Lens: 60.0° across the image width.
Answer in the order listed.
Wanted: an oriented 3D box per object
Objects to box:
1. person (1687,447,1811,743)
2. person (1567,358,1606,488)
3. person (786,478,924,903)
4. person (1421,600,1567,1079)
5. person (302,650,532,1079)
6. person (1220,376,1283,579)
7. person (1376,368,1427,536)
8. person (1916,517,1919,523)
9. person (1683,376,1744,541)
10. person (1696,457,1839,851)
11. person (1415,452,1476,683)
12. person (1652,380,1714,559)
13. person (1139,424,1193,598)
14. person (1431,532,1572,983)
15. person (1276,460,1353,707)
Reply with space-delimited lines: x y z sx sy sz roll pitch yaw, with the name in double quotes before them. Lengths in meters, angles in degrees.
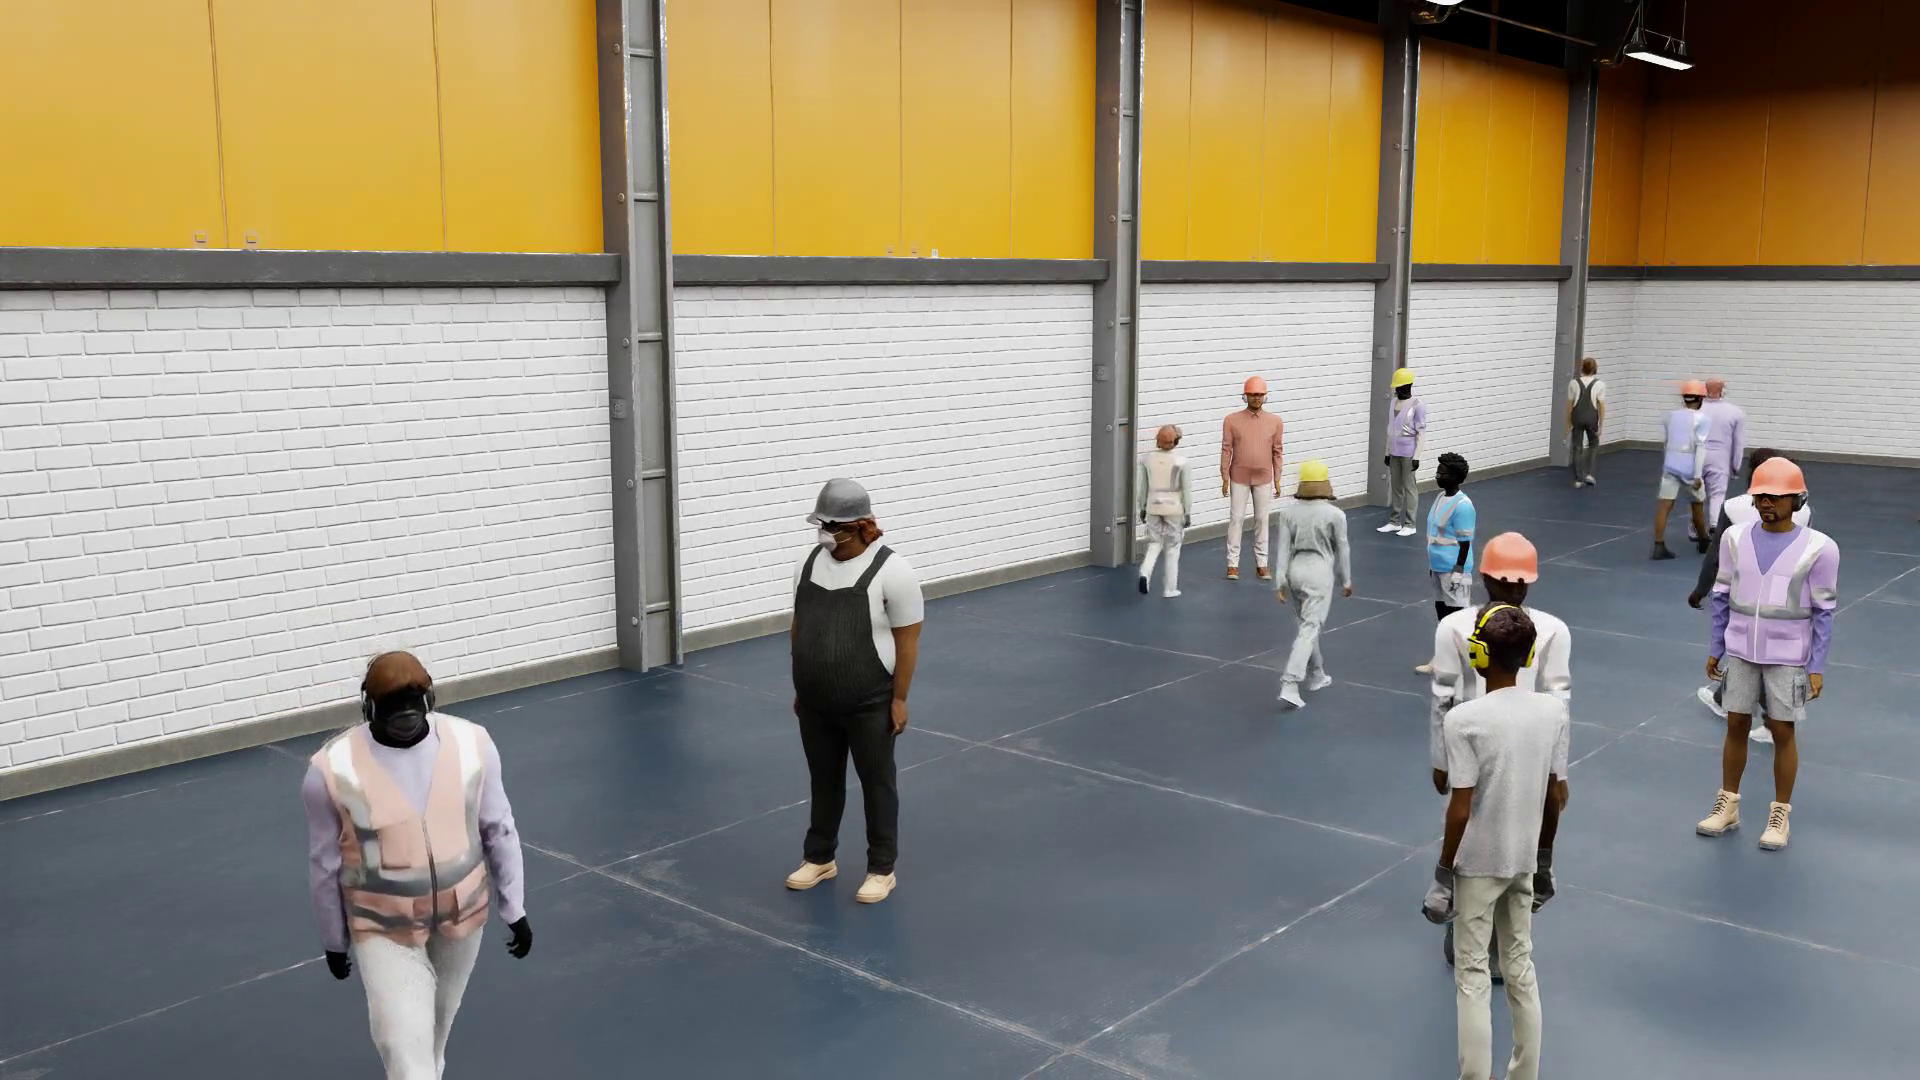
"person" 5.163 0.334 10.829 0.608 1.865 1.029 -2 9 -11
"person" 8.775 -1.641 23.340 0.510 1.828 0.501 5 10 26
"person" -0.546 0.707 7.920 0.682 2.000 0.536 5 10 29
"person" 1.838 1.136 5.760 0.537 1.869 0.312 -4 10 -24
"person" -1.765 1.229 5.429 0.633 1.801 0.957 -6 11 -34
"person" 2.855 -0.605 16.292 0.612 1.997 0.375 0 9 1
"person" 5.071 -1.007 19.059 0.379 1.920 0.586 -4 10 -24
"person" 11.700 -0.971 19.795 0.502 1.603 0.514 -7 11 -37
"person" 8.248 -0.860 18.300 0.655 1.879 0.867 4 10 24
"person" 4.198 0.587 8.665 0.377 2.045 0.605 -9 12 -43
"person" 3.569 0.203 12.159 0.320 1.697 0.531 -1 9 -6
"person" 7.670 -0.741 17.521 1.026 1.871 0.559 -6 11 -33
"person" 1.868 -0.252 15.233 0.530 1.622 0.464 6 11 32
"person" 2.264 0.919 6.983 0.542 1.923 0.406 1 9 8
"person" 2.433 0.291 11.635 0.476 1.689 0.942 8 12 41
